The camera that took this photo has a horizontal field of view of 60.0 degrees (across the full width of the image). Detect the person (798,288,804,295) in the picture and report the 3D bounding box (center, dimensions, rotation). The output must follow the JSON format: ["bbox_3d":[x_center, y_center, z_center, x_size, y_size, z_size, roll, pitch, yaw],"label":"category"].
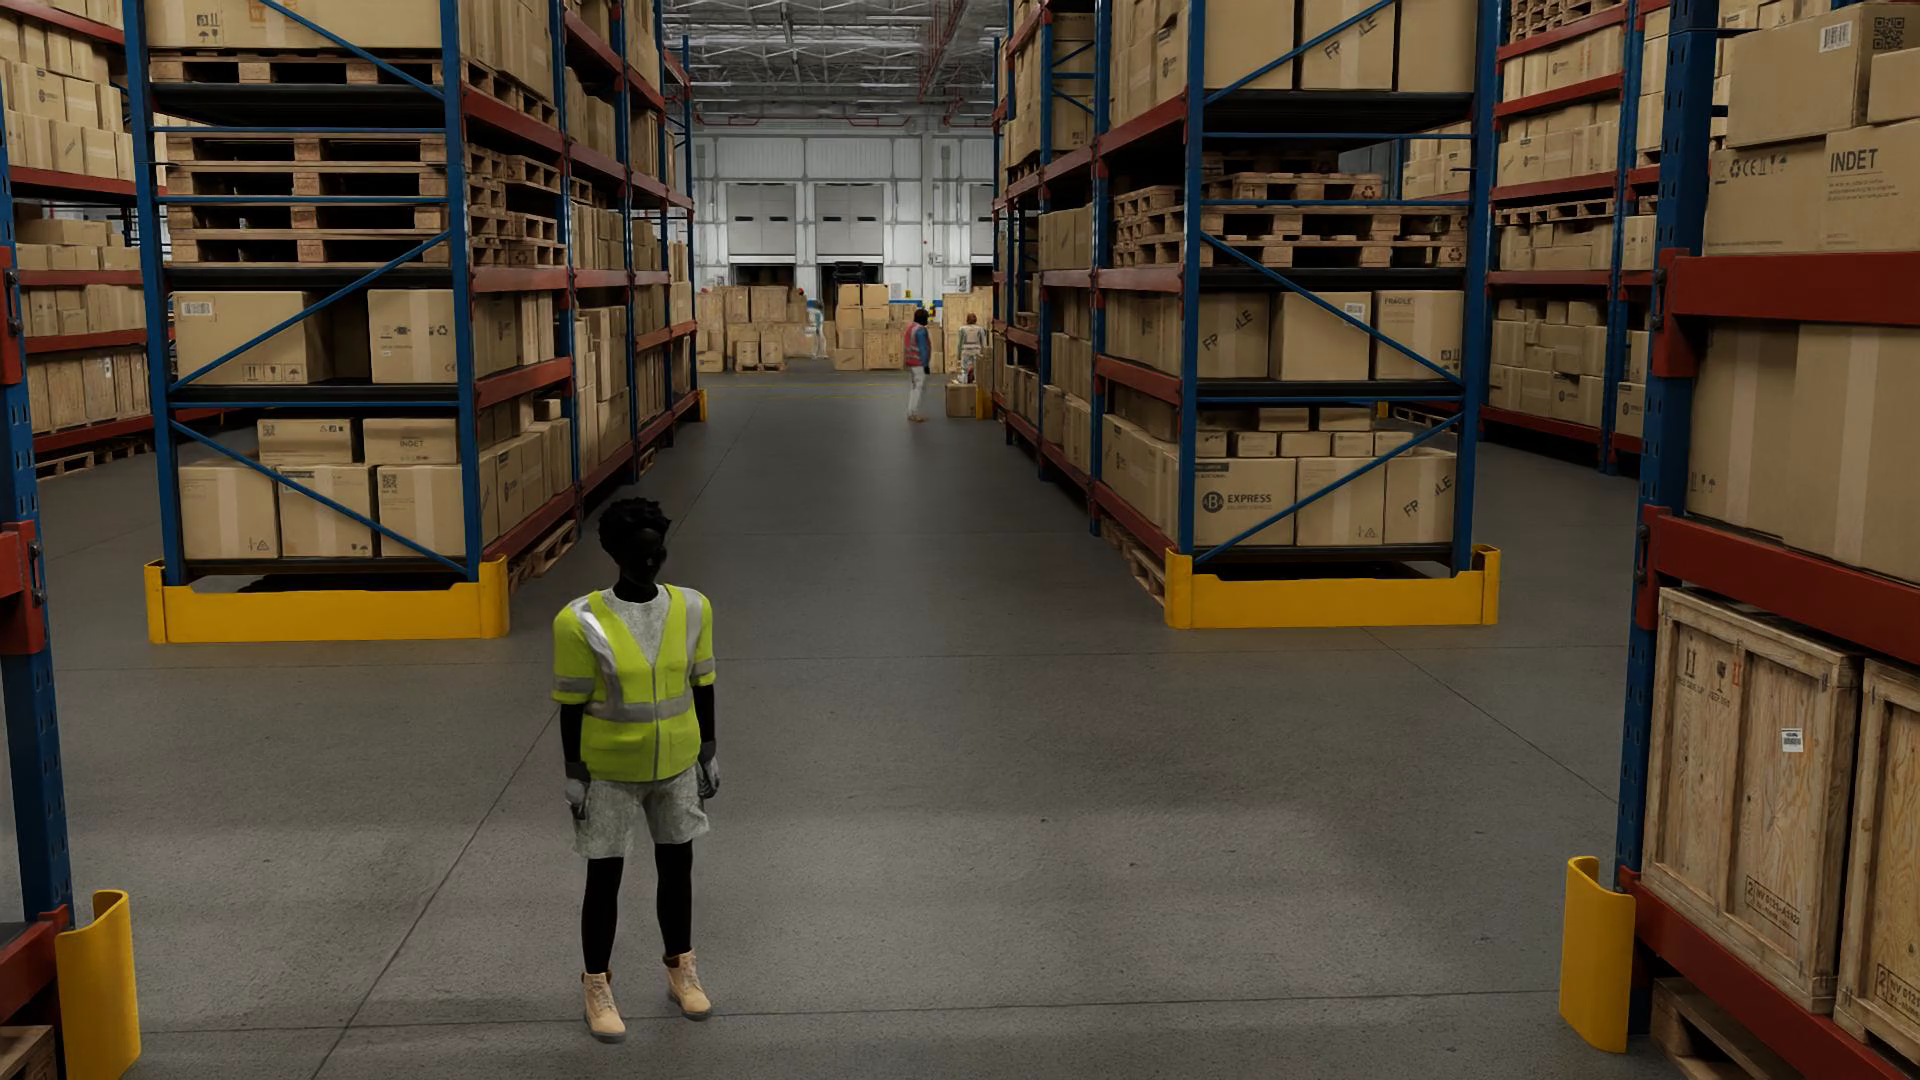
[{"bbox_3d":[-5.447,-7.706,57.183,0.376,1.933,0.545,2,9,15],"label":"person"}]

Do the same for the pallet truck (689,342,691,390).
[{"bbox_3d":[-5.225,-3.008,27.480,1.885,1.965,0.823,2,9,14],"label":"pallet truck"}]

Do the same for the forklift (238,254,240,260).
[{"bbox_3d":[-16.039,-4.809,36.025,1.129,2.768,1.873,-1,9,-4],"label":"forklift"}]

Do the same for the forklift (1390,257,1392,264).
[{"bbox_3d":[10.511,-5.744,41.895,1.129,2.768,1.873,-7,12,-39],"label":"forklift"}]

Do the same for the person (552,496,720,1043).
[{"bbox_3d":[-0.994,0.700,5.168,0.536,1.692,0.319,-6,11,-32],"label":"person"}]

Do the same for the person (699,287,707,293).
[{"bbox_3d":[-9.606,-8.700,63.531,0.736,1.905,0.576,4,10,23],"label":"person"}]

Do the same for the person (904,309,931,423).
[{"bbox_3d":[-0.716,-2.798,26.731,0.530,1.821,0.781,-3,10,-19],"label":"person"}]

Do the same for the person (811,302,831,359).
[{"bbox_3d":[-3.877,-5.850,46.505,0.673,1.612,0.529,-2,9,-12],"label":"person"}]

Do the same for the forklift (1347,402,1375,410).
[{"bbox_3d":[4.865,-2.646,22.447,1.129,2.768,1.873,-1,9,-4],"label":"forklift"}]

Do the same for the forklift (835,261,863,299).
[{"bbox_3d":[-3.739,-8.045,56.345,1.129,2.768,1.873,0,9,0],"label":"forklift"}]

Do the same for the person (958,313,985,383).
[{"bbox_3d":[0.218,-3.575,32.186,0.528,1.634,0.310,-1,9,-5],"label":"person"}]
